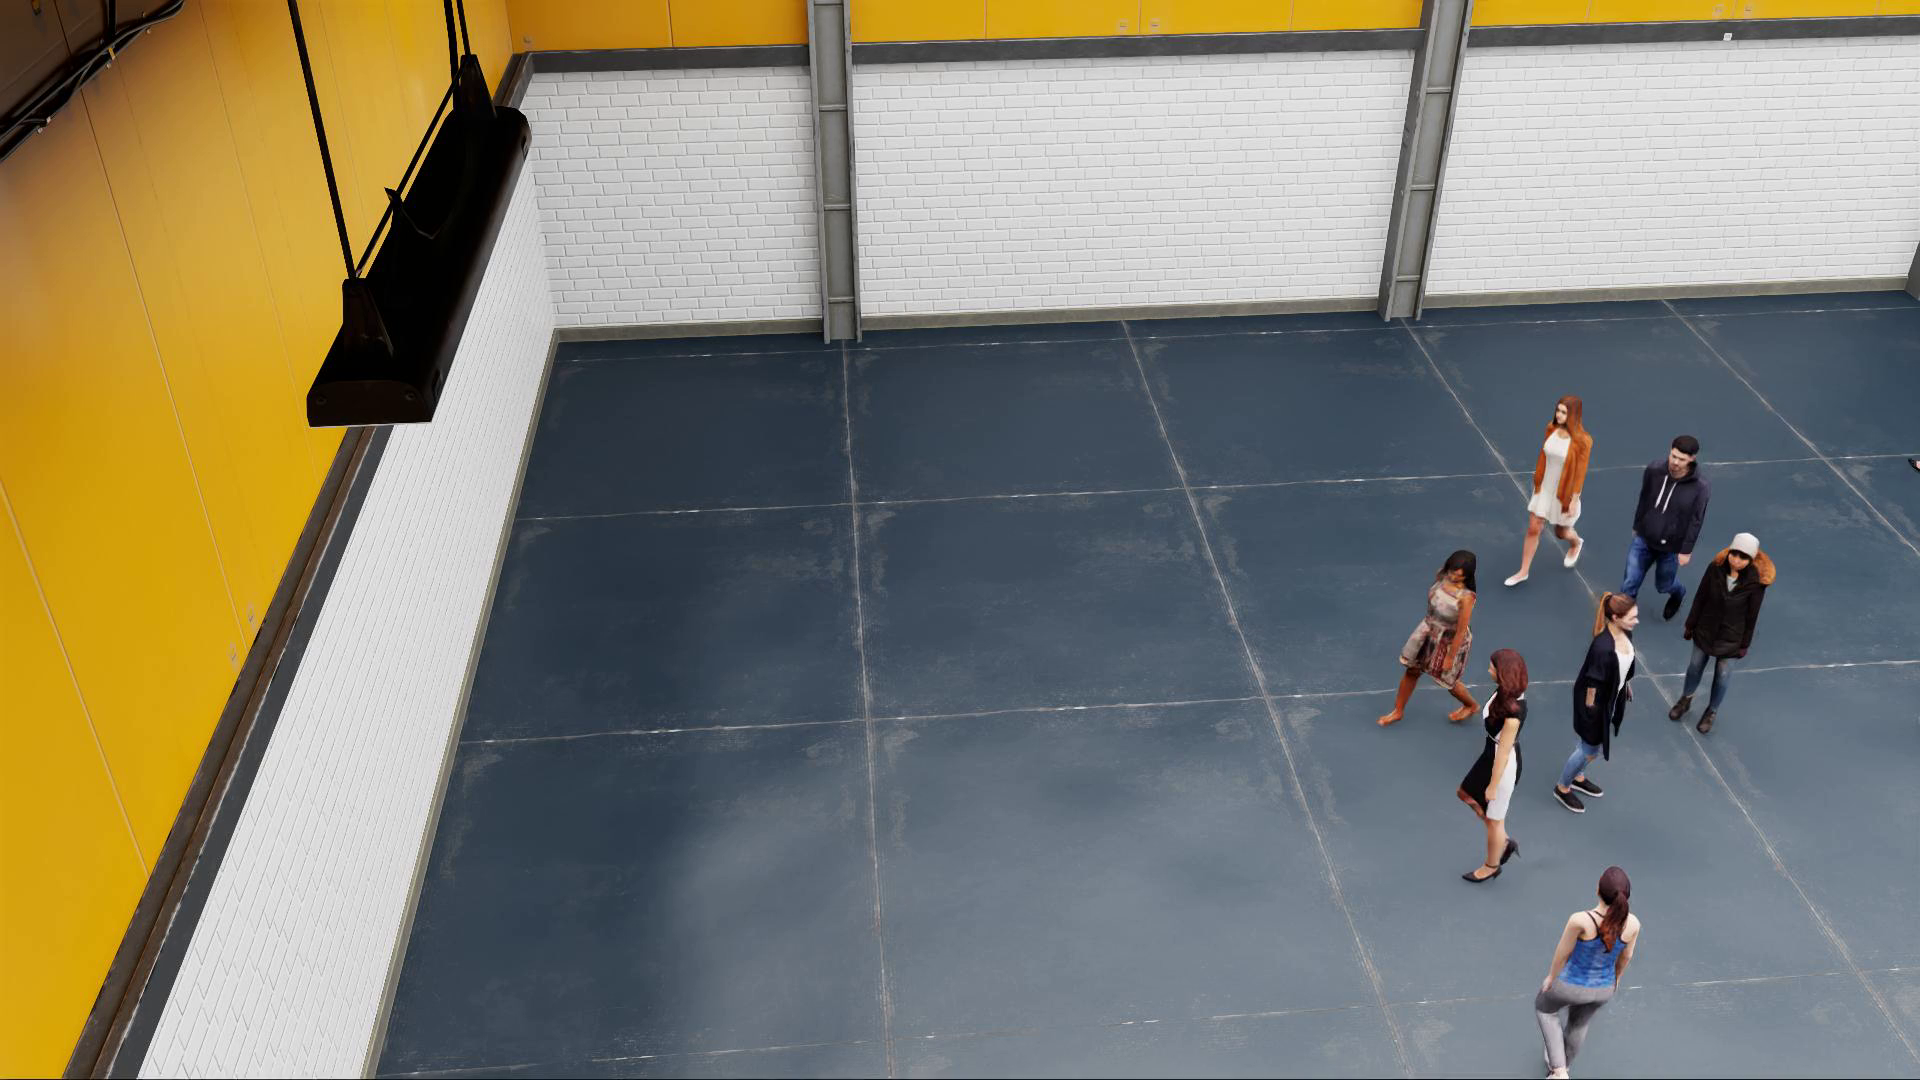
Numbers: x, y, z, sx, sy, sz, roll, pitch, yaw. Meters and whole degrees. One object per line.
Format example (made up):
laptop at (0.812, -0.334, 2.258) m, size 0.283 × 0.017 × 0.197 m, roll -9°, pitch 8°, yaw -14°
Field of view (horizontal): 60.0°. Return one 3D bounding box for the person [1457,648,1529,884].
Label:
person at (3.473, 1.449, 10.513) m, size 0.753 × 1.780 × 0.767 m, roll 2°, pitch 34°, yaw 3°

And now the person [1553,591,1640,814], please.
person at (4.262, 1.034, 11.227) m, size 0.808 × 1.679 × 0.752 m, roll 24°, pitch 40°, yaw 31°

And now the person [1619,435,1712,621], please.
person at (5.400, -0.028, 12.666) m, size 1.238 × 1.855 × 1.110 m, roll -27°, pitch 42°, yaw -35°

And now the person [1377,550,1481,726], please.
person at (3.505, 0.711, 11.777) m, size 1.049 × 1.608 × 0.808 m, roll -10°, pitch 35°, yaw -14°

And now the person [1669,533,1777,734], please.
person at (5.435, 0.640, 11.861) m, size 0.723 × 1.634 × 0.784 m, roll 24°, pitch 41°, yaw 32°

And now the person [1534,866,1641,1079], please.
person at (3.433, 2.480, 9.123) m, size 0.639 × 1.600 × 0.666 m, roll -1°, pitch 34°, yaw -1°

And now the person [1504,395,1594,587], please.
person at (4.865, -0.411, 13.386) m, size 1.130 × 1.696 × 0.964 m, roll -23°, pitch 40°, yaw -30°
